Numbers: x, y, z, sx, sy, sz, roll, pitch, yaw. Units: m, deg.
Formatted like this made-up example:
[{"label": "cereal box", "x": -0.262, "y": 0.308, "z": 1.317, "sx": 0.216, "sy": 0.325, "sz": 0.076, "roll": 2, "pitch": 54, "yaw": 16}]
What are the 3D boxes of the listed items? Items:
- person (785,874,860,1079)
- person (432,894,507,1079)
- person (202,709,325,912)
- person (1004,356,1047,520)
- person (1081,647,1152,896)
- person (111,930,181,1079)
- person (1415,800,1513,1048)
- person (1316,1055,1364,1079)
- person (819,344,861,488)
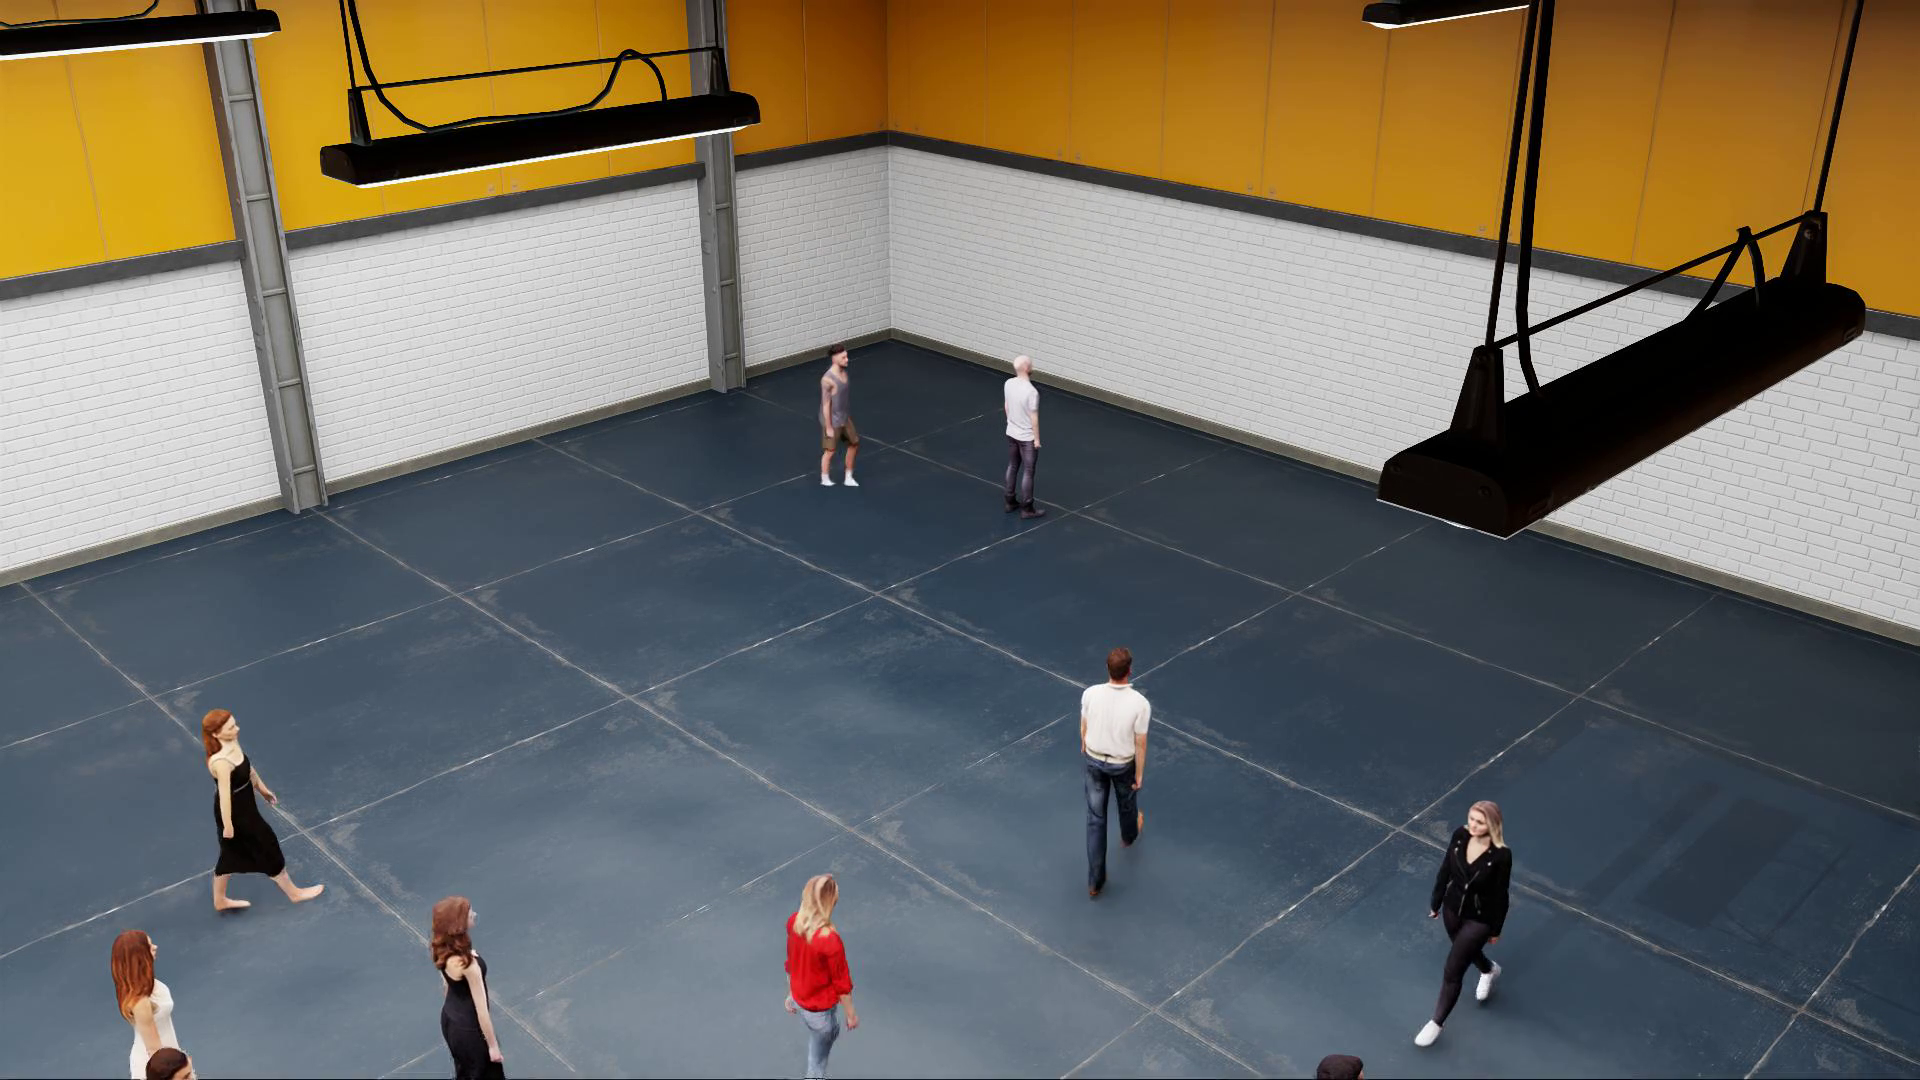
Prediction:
[{"label": "person", "x": -0.896, "y": 2.725, "z": 9.604, "sx": 0.616, "sy": 1.689, "sz": 0.651, "roll": -17, "pitch": 29, "yaw": -34}, {"label": "person", "x": -2.807, "y": 2.765, "z": 9.440, "sx": 0.599, "sy": 1.748, "sz": 0.517, "roll": 20, "pitch": 31, "yaw": 39}, {"label": "person", "x": -5.135, "y": 1.915, "z": 11.580, "sx": 1.047, "sy": 1.591, "sz": 0.832, "roll": -8, "pitch": 25, "yaw": -18}, {"label": "person", "x": 0.680, "y": -1.147, "z": 18.283, "sx": 0.623, "sy": 1.832, "sz": 0.682, "roll": -17, "pitch": 29, "yaw": -34}, {"label": "person", "x": 1.040, "y": 1.675, "z": 11.854, "sx": 1.037, "sy": 1.810, "sz": 1.286, "roll": 7, "pitch": 25, "yaw": 16}, {"label": "person", "x": -4.457, "y": 2.892, "z": 9.197, "sx": 0.623, "sy": 1.709, "sz": 0.621, "roll": -11, "pitch": 26, "yaw": -23}, {"label": "person", "x": 3.260, "y": 2.354, "z": 10.498, "sx": 1.150, "sy": 1.653, "sz": 0.684, "roll": -18, "pitch": 29, "yaw": -36}, {"label": "person", "x": 1.763, "y": 3.273, "z": 8.122, "sx": 0.674, "sy": 1.872, "sz": 0.724, "roll": -10, "pitch": 26, "yaw": -22}, {"label": "person", "x": -1.510, "y": -1.397, "z": 19.139, "sx": 0.850, "sy": 1.824, "sz": 0.800, "roll": 12, "pitch": 26, "yaw": 25}]
